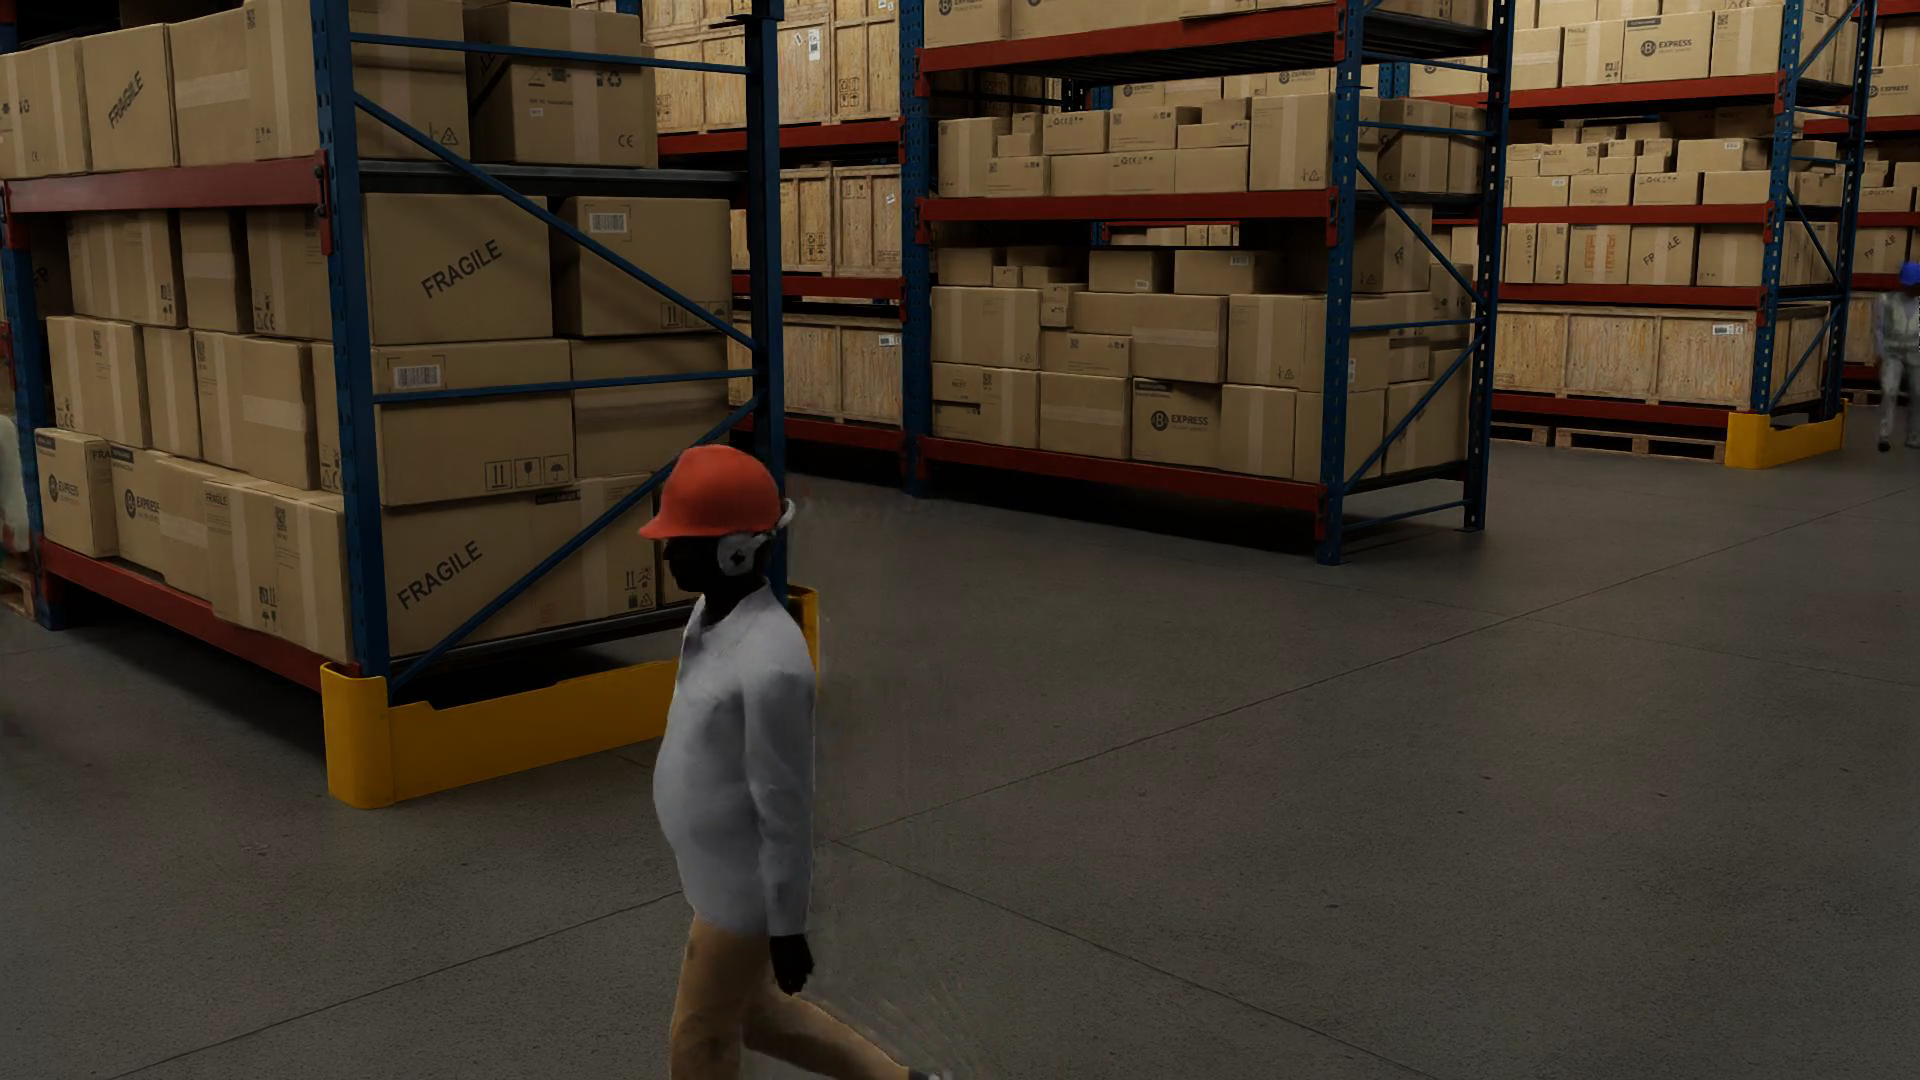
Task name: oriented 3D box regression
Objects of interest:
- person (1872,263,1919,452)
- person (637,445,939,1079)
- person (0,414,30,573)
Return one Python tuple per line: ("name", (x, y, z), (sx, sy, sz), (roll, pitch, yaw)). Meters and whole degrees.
("person", (9.329, -1.784, 16.403), (0.619, 1.847, 1.086), (6, 12, 30))
("person", (-0.402, 0.655, 3.417), (0.717, 1.733, 0.569), (-3, 11, -16))
("person", (-4.261, -0.006, 7.059), (0.898, 1.722, 0.532), (9, 14, 41))
